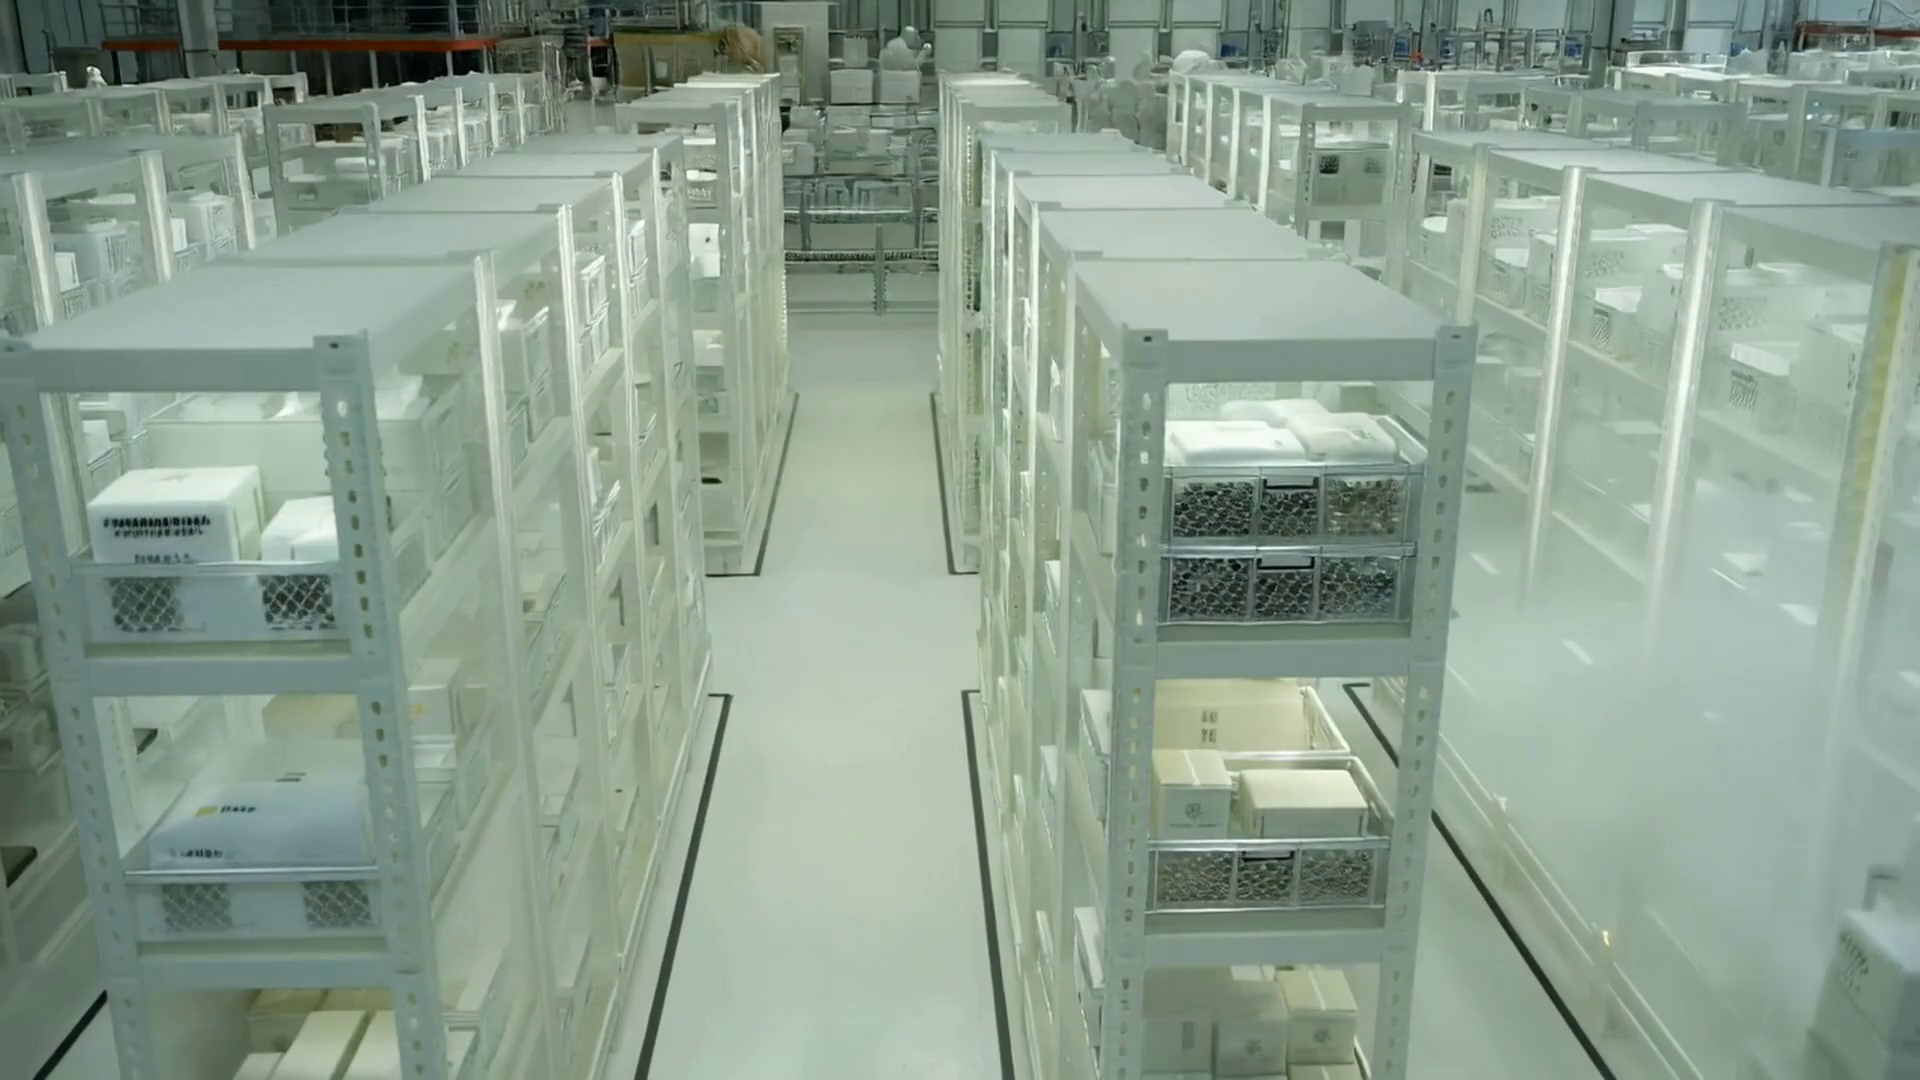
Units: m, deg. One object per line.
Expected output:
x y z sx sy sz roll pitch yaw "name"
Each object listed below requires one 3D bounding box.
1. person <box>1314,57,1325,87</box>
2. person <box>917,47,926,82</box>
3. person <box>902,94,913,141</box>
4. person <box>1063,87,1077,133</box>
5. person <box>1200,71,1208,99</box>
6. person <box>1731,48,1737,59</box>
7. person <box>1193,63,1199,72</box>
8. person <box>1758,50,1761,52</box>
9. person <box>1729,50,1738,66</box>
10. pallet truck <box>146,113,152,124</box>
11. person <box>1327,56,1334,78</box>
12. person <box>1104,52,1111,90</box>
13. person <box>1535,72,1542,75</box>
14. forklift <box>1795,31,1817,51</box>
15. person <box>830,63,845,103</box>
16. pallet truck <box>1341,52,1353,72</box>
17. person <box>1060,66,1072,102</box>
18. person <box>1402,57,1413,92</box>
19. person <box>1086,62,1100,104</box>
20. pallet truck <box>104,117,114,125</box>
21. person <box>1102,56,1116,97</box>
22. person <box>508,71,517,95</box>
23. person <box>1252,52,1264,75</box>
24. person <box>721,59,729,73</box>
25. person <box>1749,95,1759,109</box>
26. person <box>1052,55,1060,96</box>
18.546 -23.881 85.126 0.884 1.642 0.548 2 18 7 "person"
-2.139 -26.462 92.687 0.420 1.920 0.555 11 21 31 "person"
-1.624 -12.295 49.129 0.552 1.737 0.548 4 18 11 "person"
3.365 -12.942 51.012 0.541 1.817 0.978 -2 18 -7 "person"
8.437 -15.199 57.642 0.688 2.000 0.536 -1 18 -4 "person"
42.401 -26.005 91.287 0.573 1.908 0.585 5 19 16 "person"
9.275 -17.786 65.669 0.602 2.035 0.412 6 19 17 "person"
41.639 -24.572 86.838 0.650 1.919 0.446 9 20 26 "person"
42.057 -25.784 90.685 0.509 1.865 0.614 9 20 25 "person"
-18.087 -8.309 36.390 1.885 1.965 0.823 -1 18 -4 "pallet truck"
18.667 -23.488 83.801 0.556 1.716 0.520 7 19 20 "person"
7.468 -23.471 83.429 0.509 1.921 0.665 -13 22 -35 "person"
20.797 -16.017 60.380 0.653 1.921 0.554 -6 19 -18 "person"
45.898 -26.250 90.495 1.129 2.768 1.873 -1 18 -2 "forklift"
-5.254 -19.564 71.503 0.656 1.820 0.616 -8 20 -23 "person"
18.794 -23.123 82.231 0.823 1.965 1.885 -13 22 -35 "pallet truck"
4.289 -18.295 67.526 0.550 1.851 0.431 11 21 30 "person"
22.002 -22.781 81.587 0.548 1.724 0.852 -4 18 -11 "person"
5.891 -20.189 73.480 0.951 1.803 0.629 -17 24 -42 "person"
-18.367 -7.885 35.078 1.885 1.965 0.823 1 18 2 "pallet truck"
7.067 -21.747 78.115 0.712 1.911 0.594 4 18 12 "person"
-16.824 -16.773 62.806 0.742 1.866 0.582 4 18 12 "person"
14.904 -23.386 83.163 0.586 1.924 0.370 7 19 20 "person"
-12.359 -24.815 87.507 0.424 1.979 0.620 -16 24 -40 "person"
29.517 -16.556 61.988 0.609 1.944 0.624 -8 20 -24 "person"
4.586 -22.277 79.745 0.425 1.927 0.629 1 18 4 "person"
